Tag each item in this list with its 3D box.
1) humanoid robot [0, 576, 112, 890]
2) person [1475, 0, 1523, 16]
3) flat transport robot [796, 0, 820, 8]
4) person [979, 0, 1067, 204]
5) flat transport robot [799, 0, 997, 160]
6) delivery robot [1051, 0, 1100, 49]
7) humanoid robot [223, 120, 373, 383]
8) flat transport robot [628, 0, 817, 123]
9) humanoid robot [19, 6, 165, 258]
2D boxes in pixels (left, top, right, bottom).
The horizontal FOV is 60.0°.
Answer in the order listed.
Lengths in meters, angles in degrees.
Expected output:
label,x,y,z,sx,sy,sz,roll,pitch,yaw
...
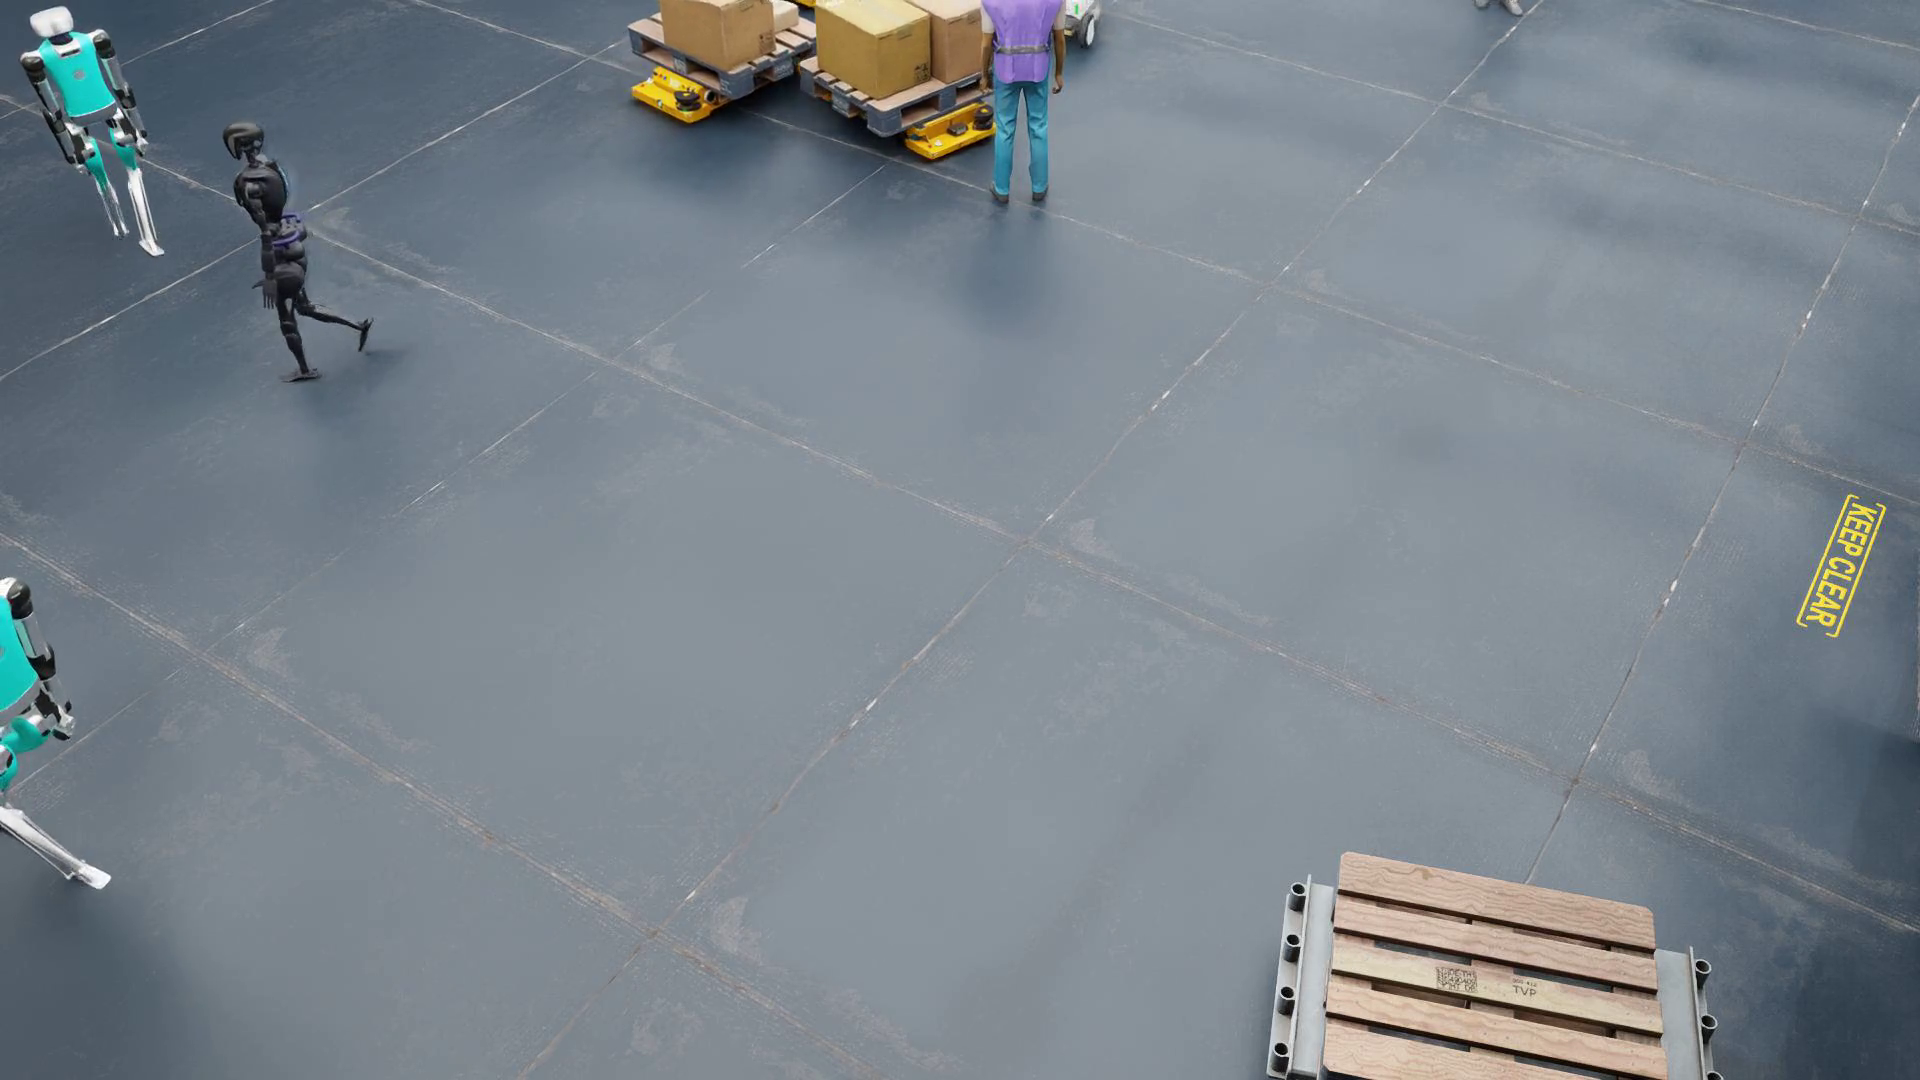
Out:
label,x,y,z,sx,sy,sz,roll,pitch,yaw
humanoid robot,-4.118,0.729,6.878,0.942,1.777,0.551,15,44,17
person,4.543,-5.200,13.354,0.560,1.933,0.451,-5,42,-6
flat transport robot,-0.951,-4.973,14.345,1.431,0.231,0.659,-33,51,-31
person,0.413,-3.094,11.058,0.568,1.844,0.379,-3,42,-4
flat transport robot,-0.422,-3.278,12.448,0.659,0.231,1.431,-30,50,-30
delivery robot,0.891,-4.331,13.419,0.499,0.606,0.794,14,44,15
humanoid robot,-3.839,-1.656,9.588,0.556,1.643,0.586,-10,43,-11
flat transport robot,-1.779,-3.646,12.859,0.659,0.231,1.431,31,50,30
humanoid robot,-5.537,-2.571,10.631,0.557,1.886,0.801,-29,49,-29
